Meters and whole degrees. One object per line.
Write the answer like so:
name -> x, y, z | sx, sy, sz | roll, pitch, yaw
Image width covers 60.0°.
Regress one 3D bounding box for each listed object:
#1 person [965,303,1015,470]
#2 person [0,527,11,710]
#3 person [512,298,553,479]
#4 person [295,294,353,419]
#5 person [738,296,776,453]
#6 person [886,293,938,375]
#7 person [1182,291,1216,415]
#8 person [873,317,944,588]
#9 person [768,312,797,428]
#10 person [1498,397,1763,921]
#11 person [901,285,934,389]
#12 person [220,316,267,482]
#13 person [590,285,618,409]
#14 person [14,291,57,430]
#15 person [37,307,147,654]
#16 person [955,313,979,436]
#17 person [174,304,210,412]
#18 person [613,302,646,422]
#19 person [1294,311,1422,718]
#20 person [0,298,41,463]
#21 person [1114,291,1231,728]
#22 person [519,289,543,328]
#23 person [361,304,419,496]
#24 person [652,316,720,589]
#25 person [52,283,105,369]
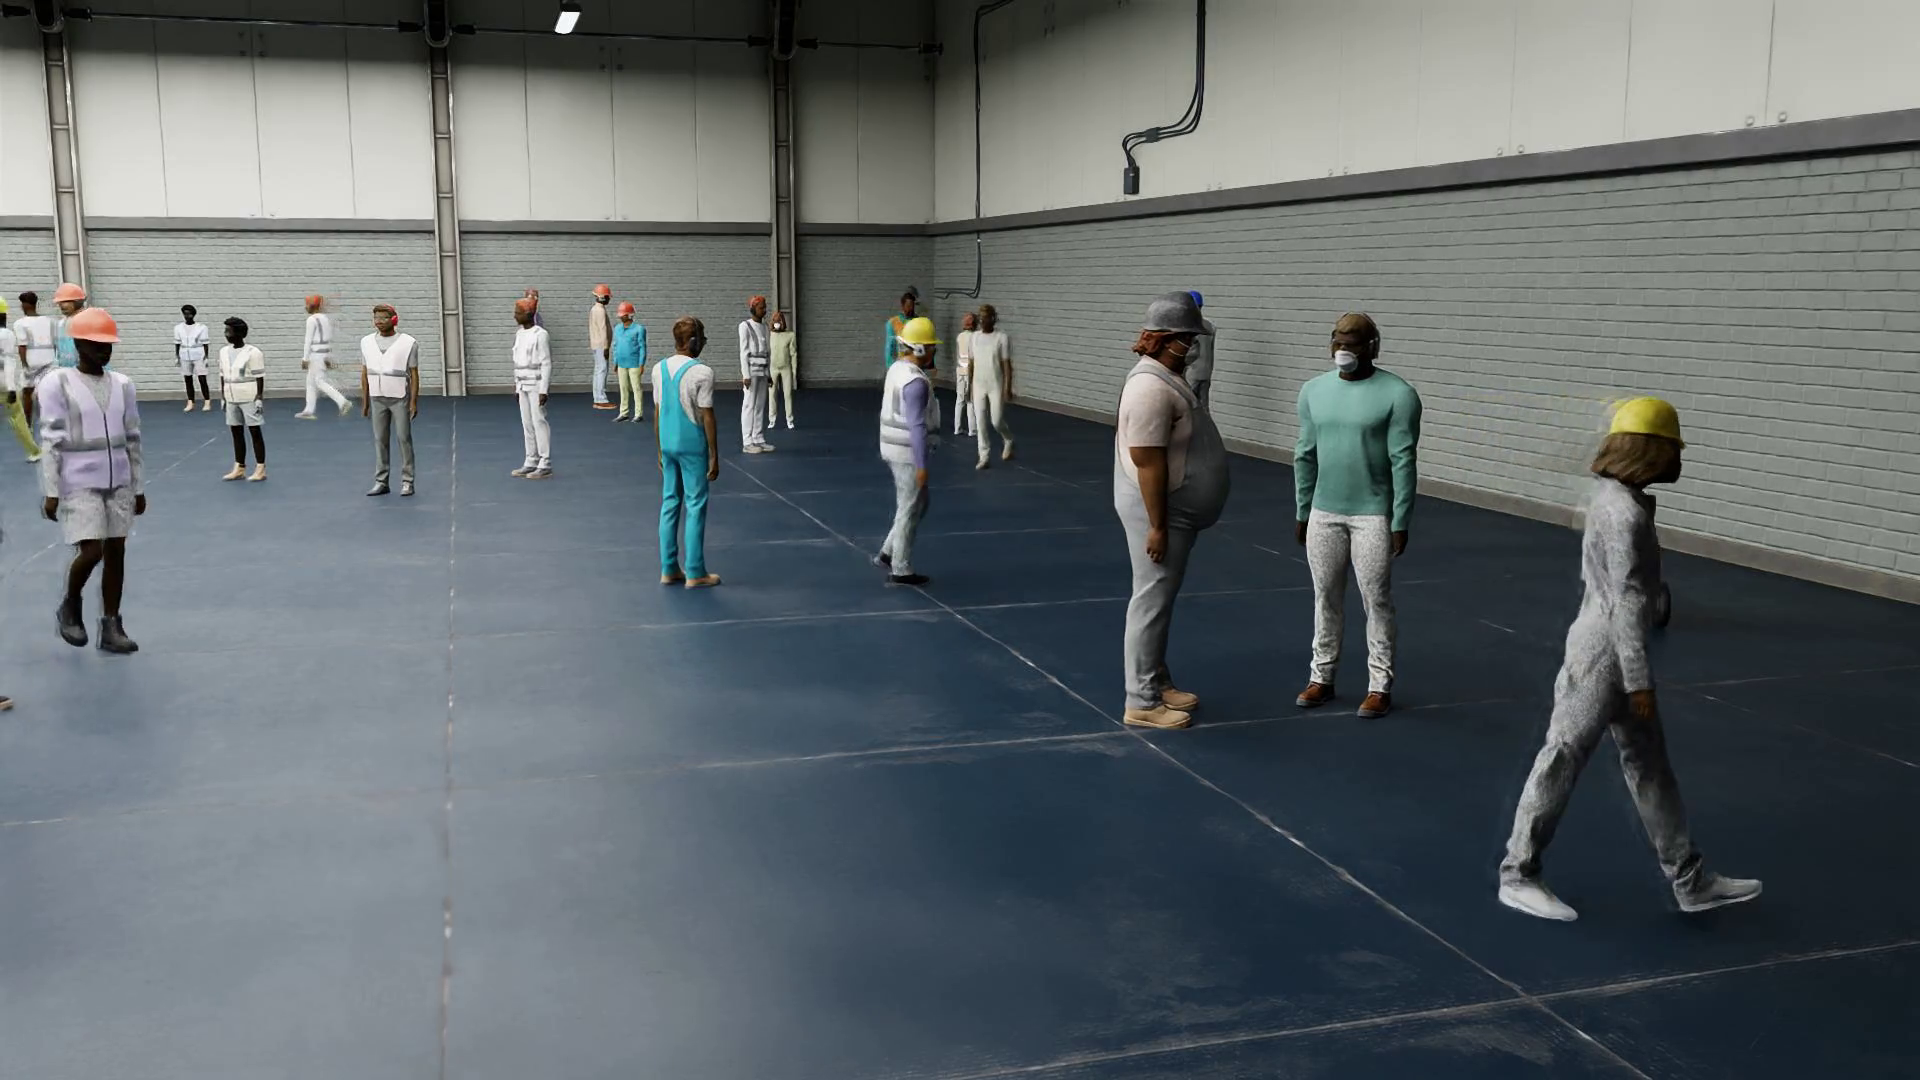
person -> 0.350, -1.687, 18.280 | 0.534, 1.825, 0.604 | 5, 10, 27
person -> -4.803, -0.121, 7.816 | 0.361, 1.963, 0.612 | 3, 10, 20
person -> -4.475, -1.577, 17.373 | 0.337, 1.878, 0.585 | -8, 12, -43
person -> -9.494, -2.717, 24.704 | 0.855, 1.853, 0.573 | 0, 9, -2
person -> -2.439, -1.989, 19.999 | 0.360, 1.883, 0.574 | 4, 10, 27
person -> -0.621, -2.335, 22.197 | 0.608, 1.885, 0.791 | -6, 11, -33
person -> 2.679, -1.886, 19.134 | 0.614, 1.945, 0.401 | -8, 12, -41
person -> -0.323, -0.579, 11.183 | 0.425, 1.825, 0.638 | -3, 9, -16
person -> -2.514, -2.360, 23.190 | 0.498, 1.627, 0.280 | 0, 9, -3
person -> 2.190, 0.400, 5.347 | 0.867, 1.689, 0.528 | 4, 10, 21
person -> -0.787, -3.753, 30.749 | 0.554, 2.000, 0.778 | 7, 11, 38
person -> -7.367, -1.441, 17.080 | 0.537, 1.698, 0.321 | 3, 9, 20
person -> -5.754, -3.108, 26.783 | 0.390, 1.991, 0.626 | -4, 10, -24
person -> -12.574, -2.435, 22.743 | 0.982, 1.926, 0.607 | 6, 11, 32
person -> -4.785, -0.318, 9.206 | 0.445, 1.924, 0.581 | 5, 10, 29
person -> 0.129, -2.190, 22.094 | 0.316, 1.630, 0.510 | -8, 12, -41
person -> -12.037, -2.844, 26.097 | 0.532, 1.689, 0.322 | 0, 9, -2
person -> -4.828, -2.577, 24.192 | 0.561, 1.742, 0.337 | 4, 10, 26
person -> 1.879, -0.120, 7.947 | 0.625, 1.931, 0.378 | 7, 11, 39
person -> -10.669, -1.753, 18.513 | 0.610, 1.870, 0.977 | 3, 9, 16
person -> 0.993, -0.153, 7.782 | 0.535, 2.000, 0.683 | 2, 9, 10
person -> -7.614, -3.507, 29.628 | 0.403, 1.904, 0.637 | -5, 10, -31
person -> -5.469, -1.343, 15.991 | 0.565, 1.846, 0.389 | 1, 9, 5
person -> -1.832, -0.582, 11.193 | 0.516, 1.835, 0.357 | 5, 10, 29
person -> -9.311, -1.687, 17.563 | 0.615, 2.041, 0.390 | 4, 10, 25
